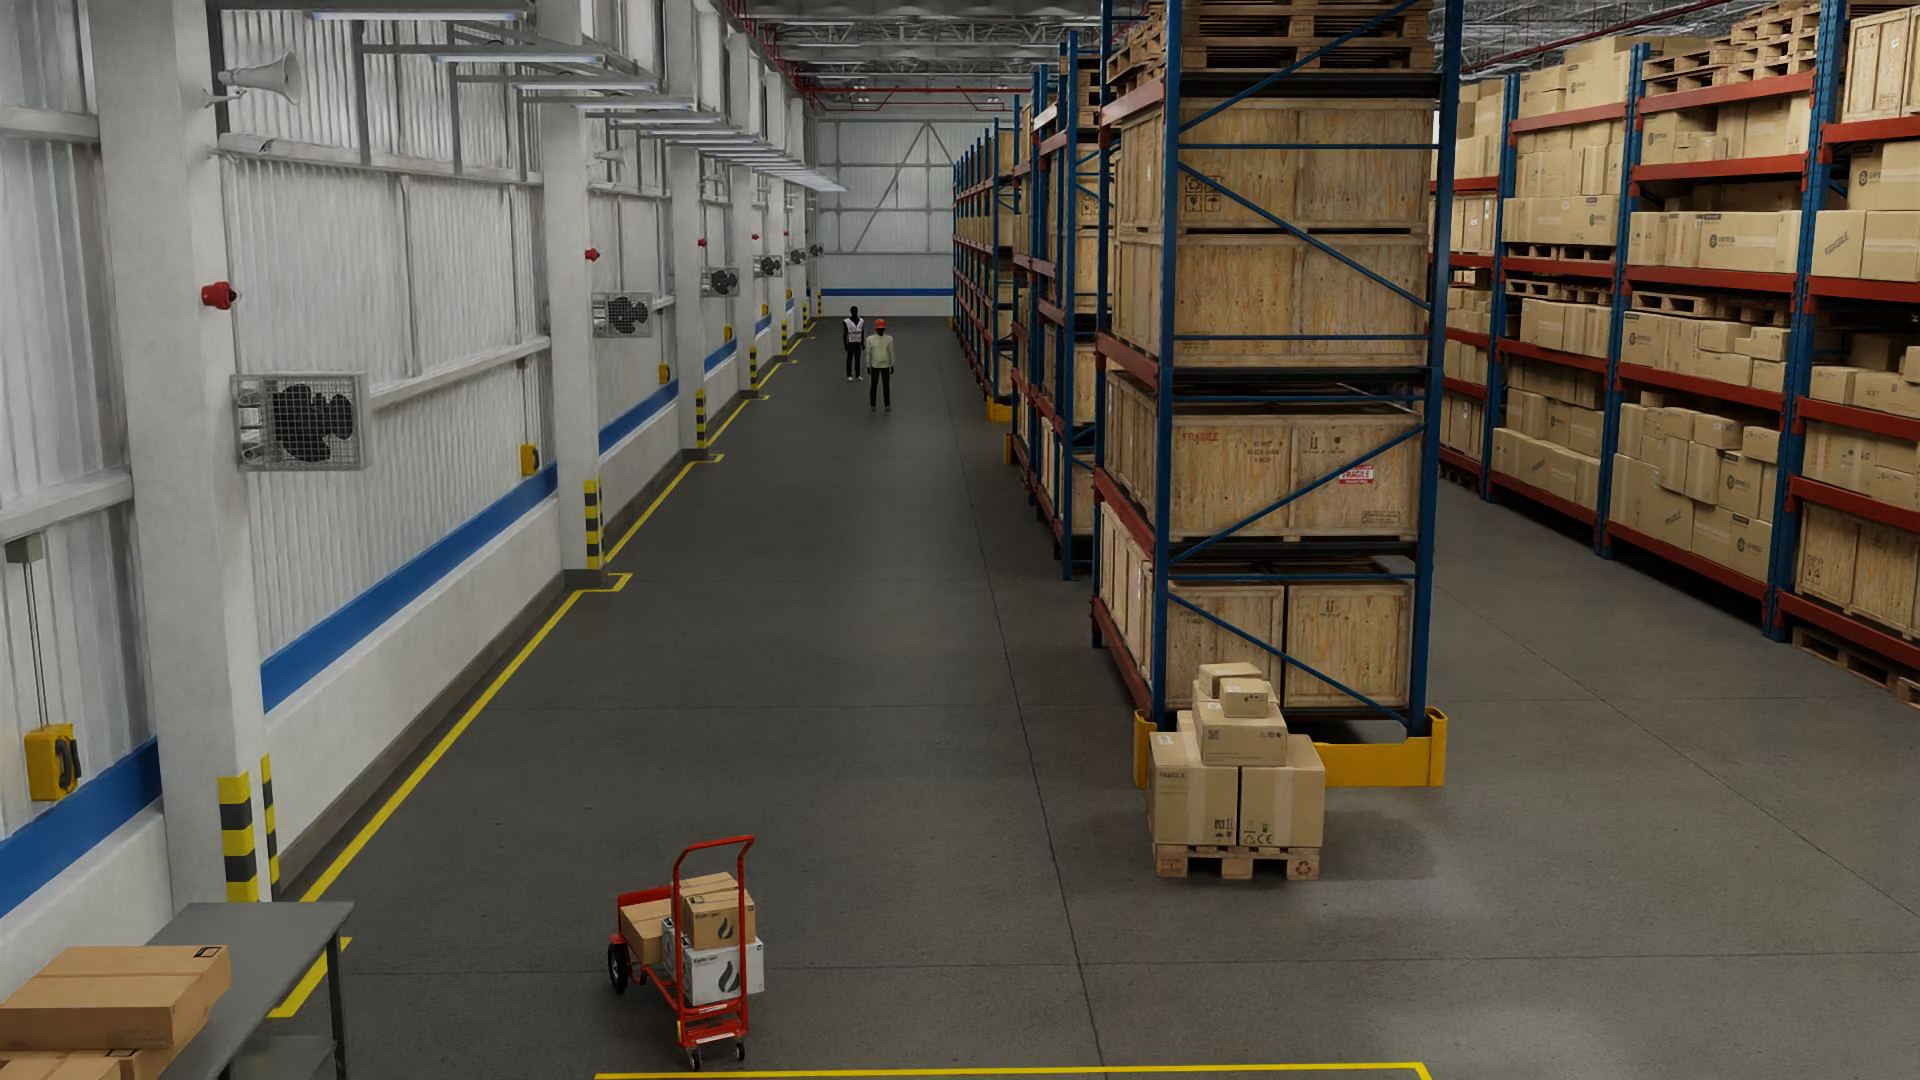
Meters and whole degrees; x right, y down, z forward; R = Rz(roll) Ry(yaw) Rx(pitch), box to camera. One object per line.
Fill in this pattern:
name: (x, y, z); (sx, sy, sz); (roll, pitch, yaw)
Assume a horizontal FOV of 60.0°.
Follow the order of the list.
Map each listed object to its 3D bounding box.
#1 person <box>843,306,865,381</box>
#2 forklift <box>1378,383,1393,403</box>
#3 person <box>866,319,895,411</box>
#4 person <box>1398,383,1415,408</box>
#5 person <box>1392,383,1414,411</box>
person: (-2.725, -5.030, 42.562); (0.589, 1.911, 0.387); (-8, 13, -35)
forklift: (5.387, -1.664, 22.509); (1.129, 2.768, 1.873); (0, 11, -2)
person: (-1.705, -3.746, 35.685); (0.621, 1.986, 0.409); (-3, 11, -14)
person: (8.889, -3.106, 32.835); (0.881, 1.801, 0.562); (0, 11, -2)
person: (8.882, -3.244, 33.421); (0.980, 1.855, 0.662); (-1, 11, -7)
